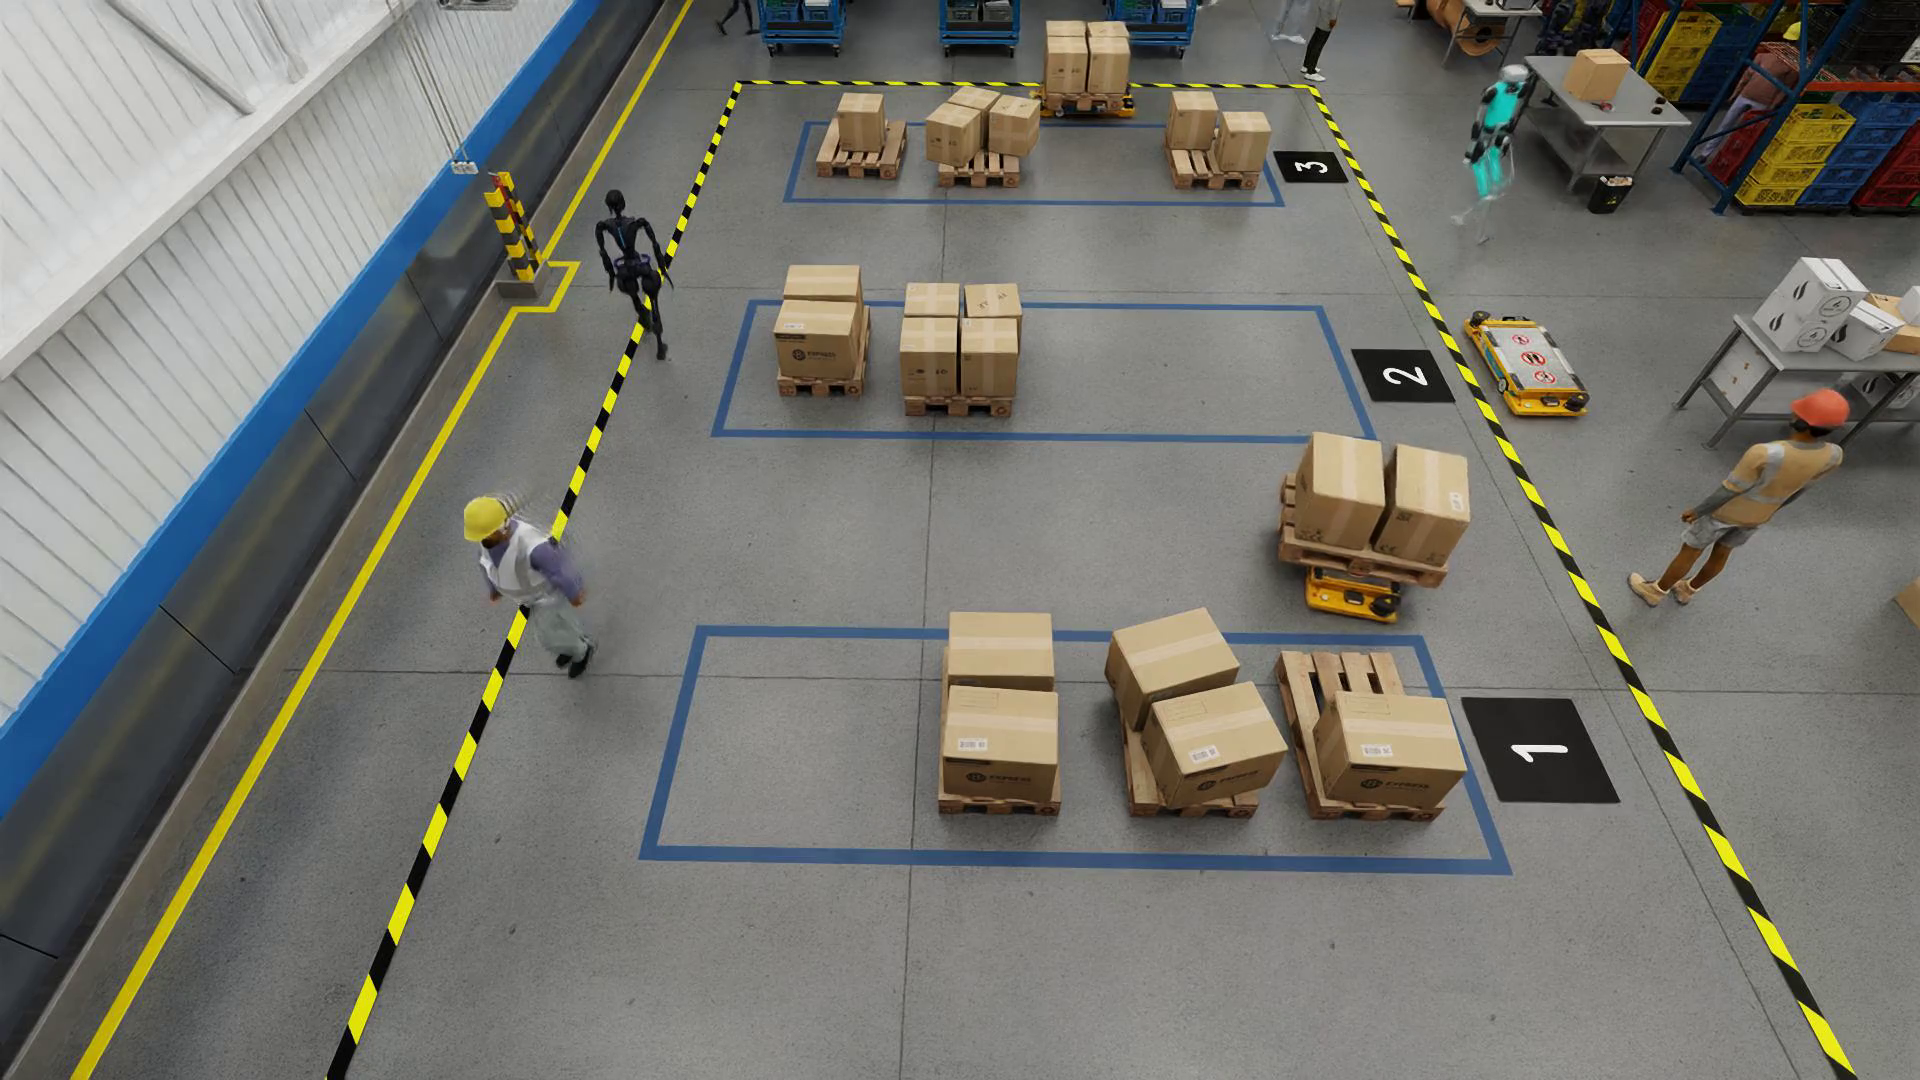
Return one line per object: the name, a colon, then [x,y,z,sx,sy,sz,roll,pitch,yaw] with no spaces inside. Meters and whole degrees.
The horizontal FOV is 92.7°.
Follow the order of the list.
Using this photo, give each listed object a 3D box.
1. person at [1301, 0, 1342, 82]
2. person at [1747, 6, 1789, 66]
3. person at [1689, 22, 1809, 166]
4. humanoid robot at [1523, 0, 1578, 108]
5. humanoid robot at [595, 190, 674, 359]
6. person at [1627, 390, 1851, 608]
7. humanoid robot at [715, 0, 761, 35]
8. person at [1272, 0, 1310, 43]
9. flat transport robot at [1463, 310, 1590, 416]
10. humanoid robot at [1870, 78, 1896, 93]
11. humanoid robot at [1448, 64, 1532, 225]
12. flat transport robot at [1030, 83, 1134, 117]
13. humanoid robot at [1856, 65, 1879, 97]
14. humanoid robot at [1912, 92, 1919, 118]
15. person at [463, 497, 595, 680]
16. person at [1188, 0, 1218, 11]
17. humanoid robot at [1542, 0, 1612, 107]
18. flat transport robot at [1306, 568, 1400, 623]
person: [5.285,-7.545,13.018,0.386,1.849,0.596,3,49,2]
person: [11.806,-7.696,13.136,0.329,1.872,0.509,1,49,1]
person: [9.716,-5.382,11.200,0.329,1.768,0.524,-30,55,-23]
humanoid robot: [7.875,-6.617,12.321,0.609,1.651,0.330,-34,57,-26]
humanoid robot: [-3.128,-2.611,8.886,0.612,1.621,0.770,-7,49,-6]
person: [5.569,-0.242,6.569,0.604,2.046,0.373,-1,49,-1]
humanoid robot: [-3.531,-8.669,14.115,0.667,1.633,0.593,-21,52,-17]
person: [5.258,-8.510,13.931,0.653,1.717,0.517,11,50,9]
flat transport robot: [5.573,-1.757,9.054,0.659,0.231,1.431,1,49,1]
humanoid robot: [13.430,-7.157,12.726,0.532,1.743,0.716,7,50,6]
humanoid robot: [5.997,-4.313,10.207,0.533,1.678,0.736,-12,50,-10]
flat transport robot: [1.707,-6.207,12.887,1.431,0.197,0.652,1,49,1]
humanoid robot: [12.905,-6.913,12.559,0.542,1.817,0.669,-10,50,-9]
humanoid robot: [12.199,-5.652,11.497,0.439,1.635,0.610,16,51,14]
person: [-2.919,0.340,6.218,0.609,1.812,0.478,23,53,19]
person: [4.068,-9.509,14.714,0.502,1.852,0.533,-16,51,-13]
humanoid robot: [8.466,-6.772,12.456,0.584,1.649,0.356,-28,55,-22]
flat transport robot: [3.206,0.007,7.509,0.652,0.197,1.431,11,50,9]
